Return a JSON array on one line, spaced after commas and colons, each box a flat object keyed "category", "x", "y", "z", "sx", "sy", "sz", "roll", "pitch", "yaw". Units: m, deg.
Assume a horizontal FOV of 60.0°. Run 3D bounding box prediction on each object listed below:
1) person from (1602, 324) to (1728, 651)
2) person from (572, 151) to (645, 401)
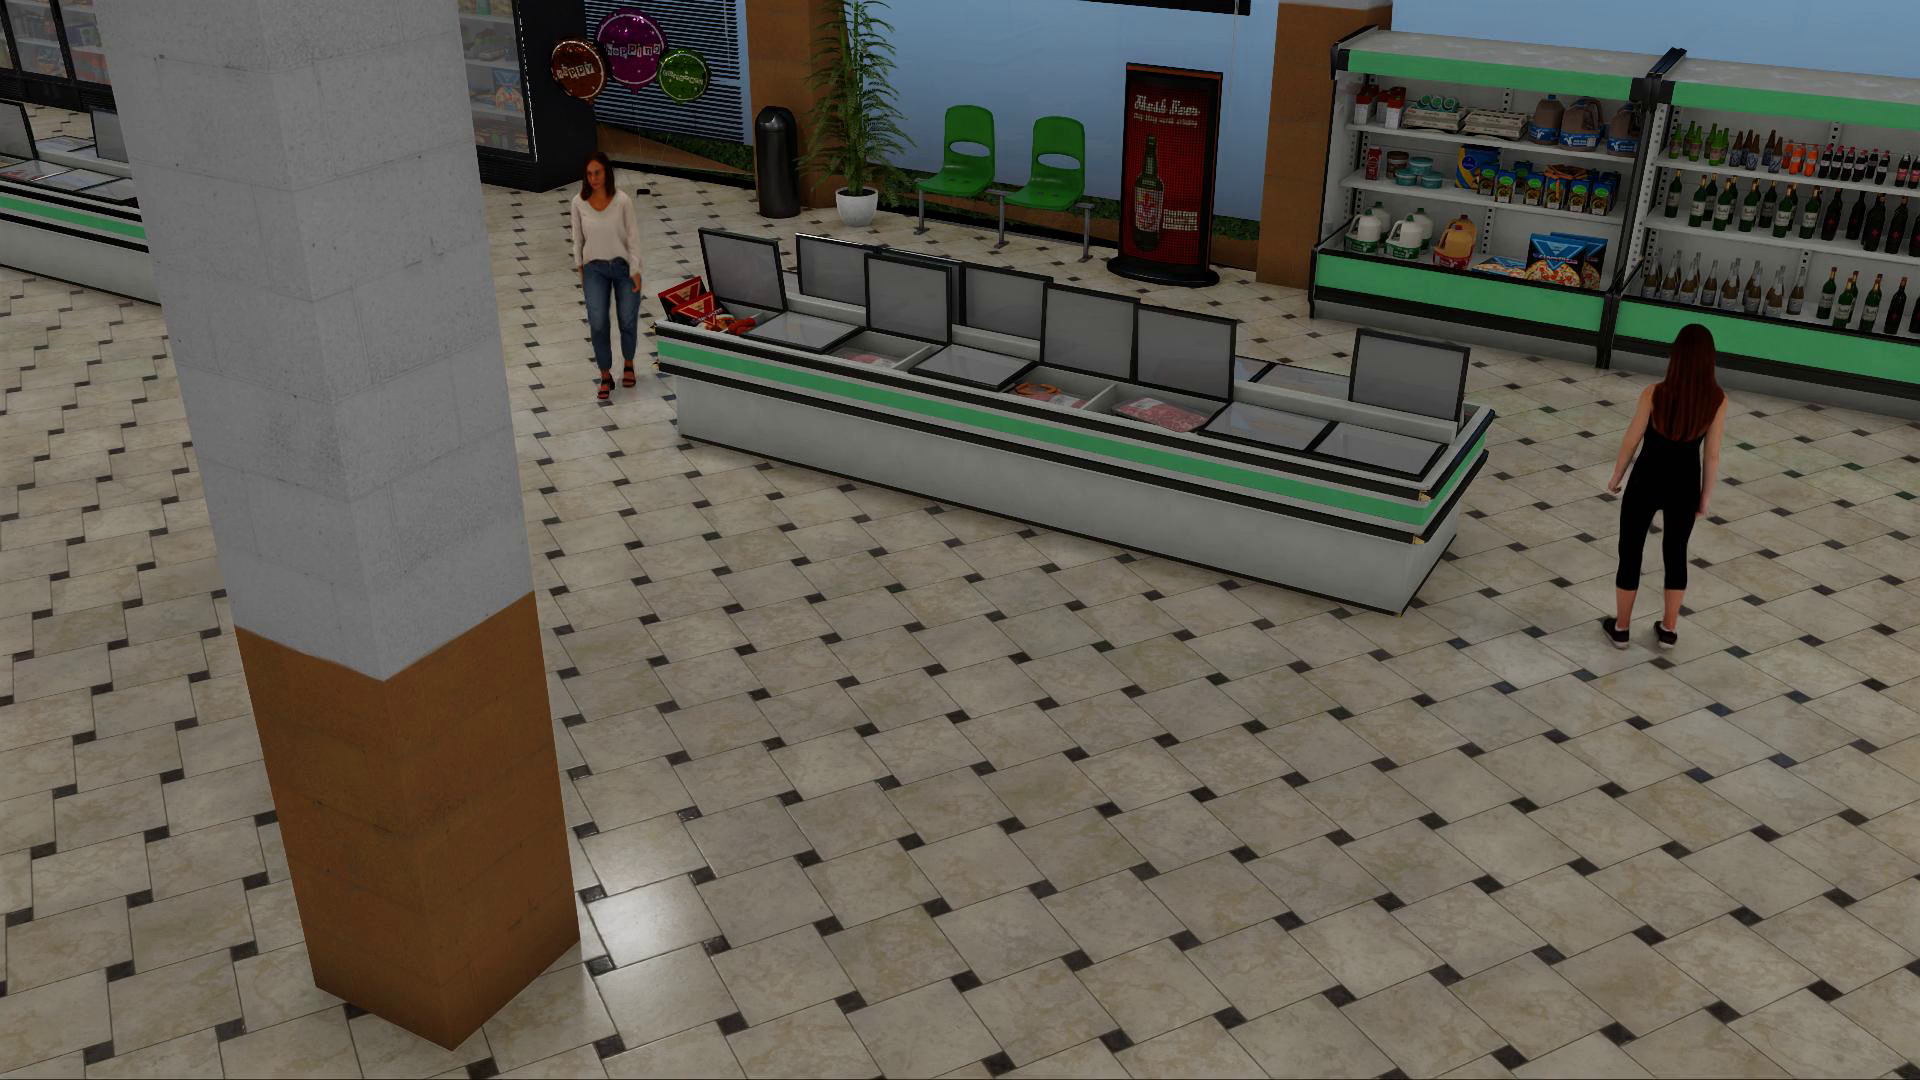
[{"category": "person", "x": 3.408, "y": -0.213, "z": 8.077, "sx": 0.616, "sy": 1.723, "sz": 0.731, "roll": 4, "pitch": 27, "yaw": 9}, {"category": "person", "x": -2.363, "y": -1.851, "z": 11.369, "sx": 0.842, "sy": 1.665, "sz": 0.888, "roll": -2, "pitch": 27, "yaw": -3}]
